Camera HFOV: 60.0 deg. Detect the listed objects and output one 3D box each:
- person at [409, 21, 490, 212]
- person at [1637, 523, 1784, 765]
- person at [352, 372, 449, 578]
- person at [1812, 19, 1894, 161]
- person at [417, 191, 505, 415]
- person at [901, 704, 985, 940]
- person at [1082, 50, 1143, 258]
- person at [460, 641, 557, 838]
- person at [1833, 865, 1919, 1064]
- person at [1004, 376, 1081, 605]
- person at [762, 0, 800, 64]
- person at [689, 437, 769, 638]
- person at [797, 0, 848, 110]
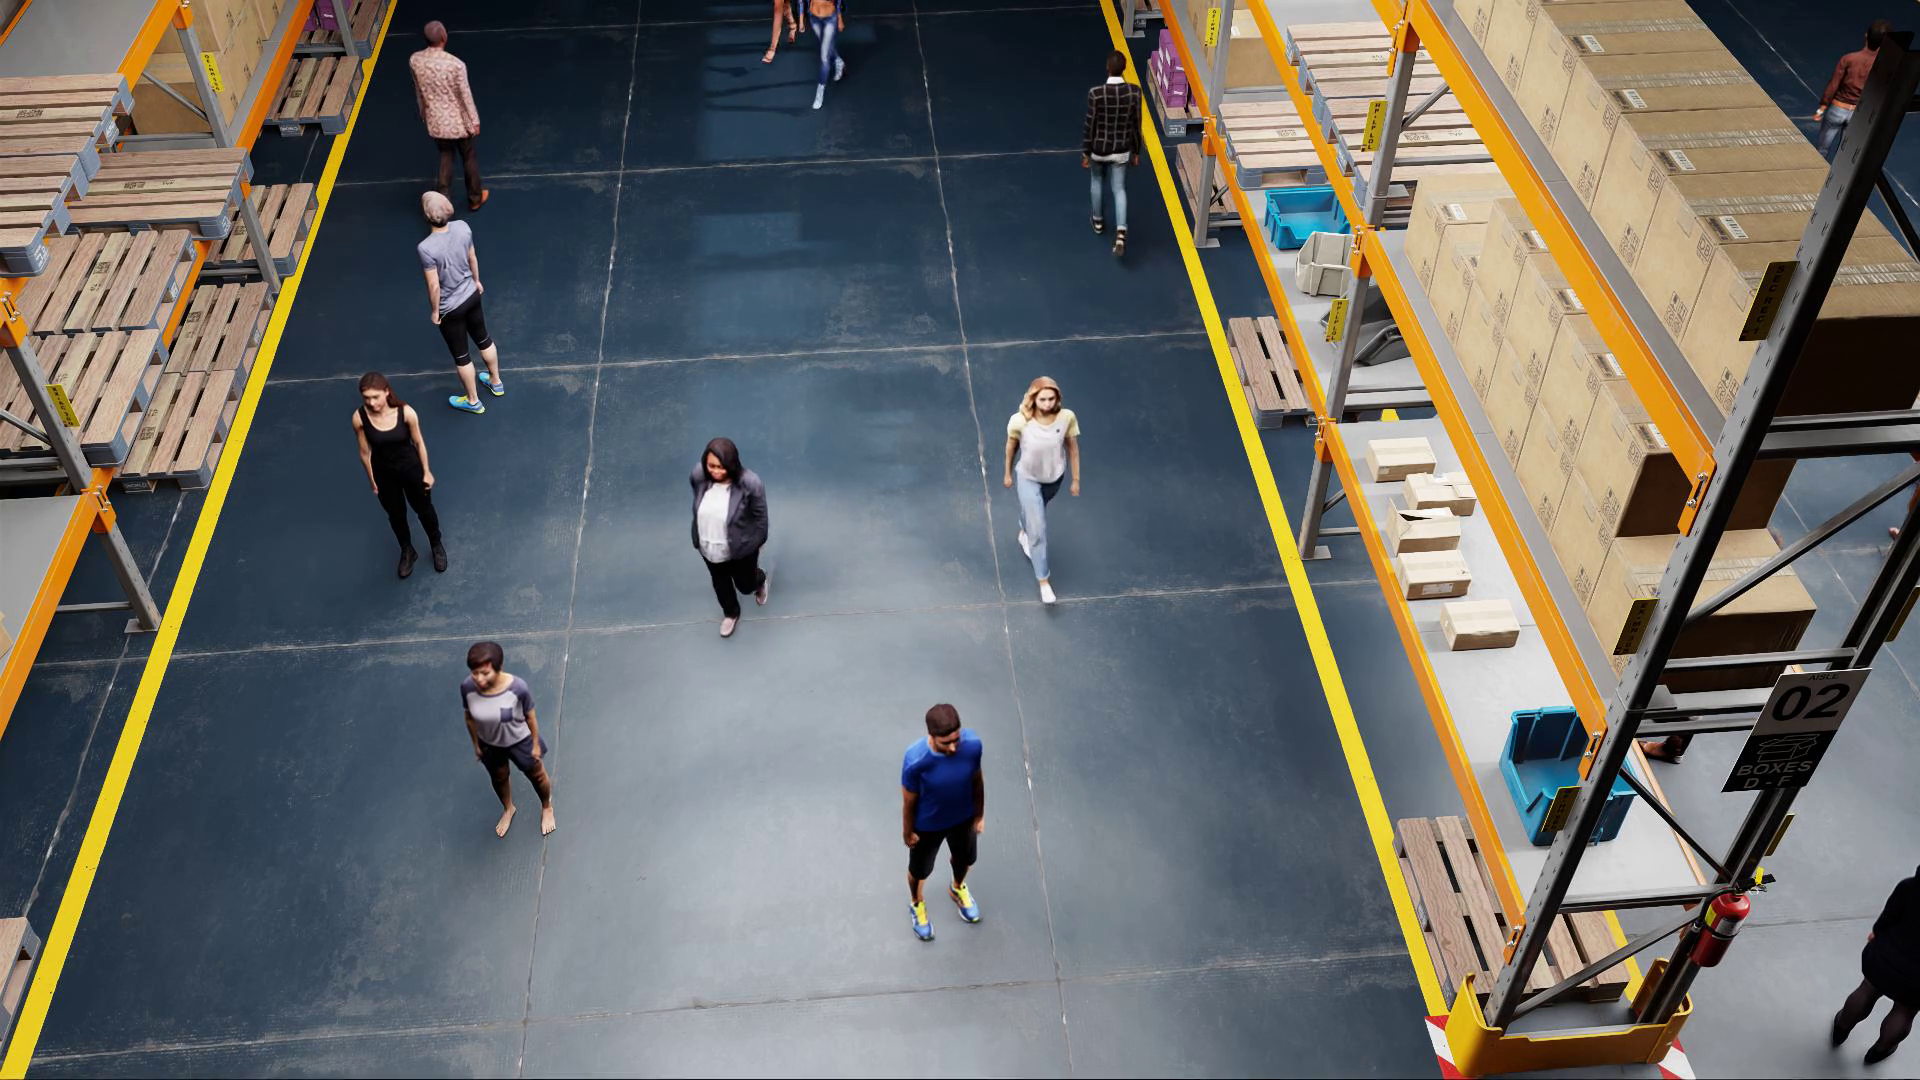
[{"bbox_3d":[-4.526,-3.650,14.630,0.811,1.788,0.894,7,44,7],"label":"person"},{"bbox_3d":[4.572,0.624,10.067,0.826,1.893,0.754,27,50,26],"label":"person"},{"bbox_3d":[-3.824,-0.462,11.355,0.594,1.688,0.566,-7,44,-7],"label":"person"},{"bbox_3d":[7.872,-3.770,14.760,0.714,1.782,0.667,13,45,13],"label":"person"},{"bbox_3d":[-3.814,-1.809,12.625,0.816,1.888,0.720,23,48,22],"label":"person"},{"bbox_3d":[-0.086,1.499,9.174,0.685,1.858,0.662,-18,46,-18],"label":"person"},{"bbox_3d":[1.305,-3.288,14.243,0.658,1.797,1.078,-4,44,-4],"label":"person"},{"bbox_3d":[-2.658,1.153,9.749,0.571,1.566,0.533,0,44,0],"label":"person"},{"bbox_3d":[4.953,2.158,8.615,0.786,1.675,0.854,33,53,30],"label":"person"},{"bbox_3d":[0.528,-0.478,11.377,0.750,1.683,1.132,-9,44,-10],"label":"person"},{"bbox_3d":[-1.811,-5.818,16.917,0.987,1.771,1.173,17,46,17],"label":"person"},{"bbox_3d":[-1.512,-0.065,11.015,0.809,1.583,0.895,10,45,11],"label":"person"},{"bbox_3d":[-1.313,-5.119,16.328,0.913,1.573,1.142,14,45,14],"label":"person"}]
